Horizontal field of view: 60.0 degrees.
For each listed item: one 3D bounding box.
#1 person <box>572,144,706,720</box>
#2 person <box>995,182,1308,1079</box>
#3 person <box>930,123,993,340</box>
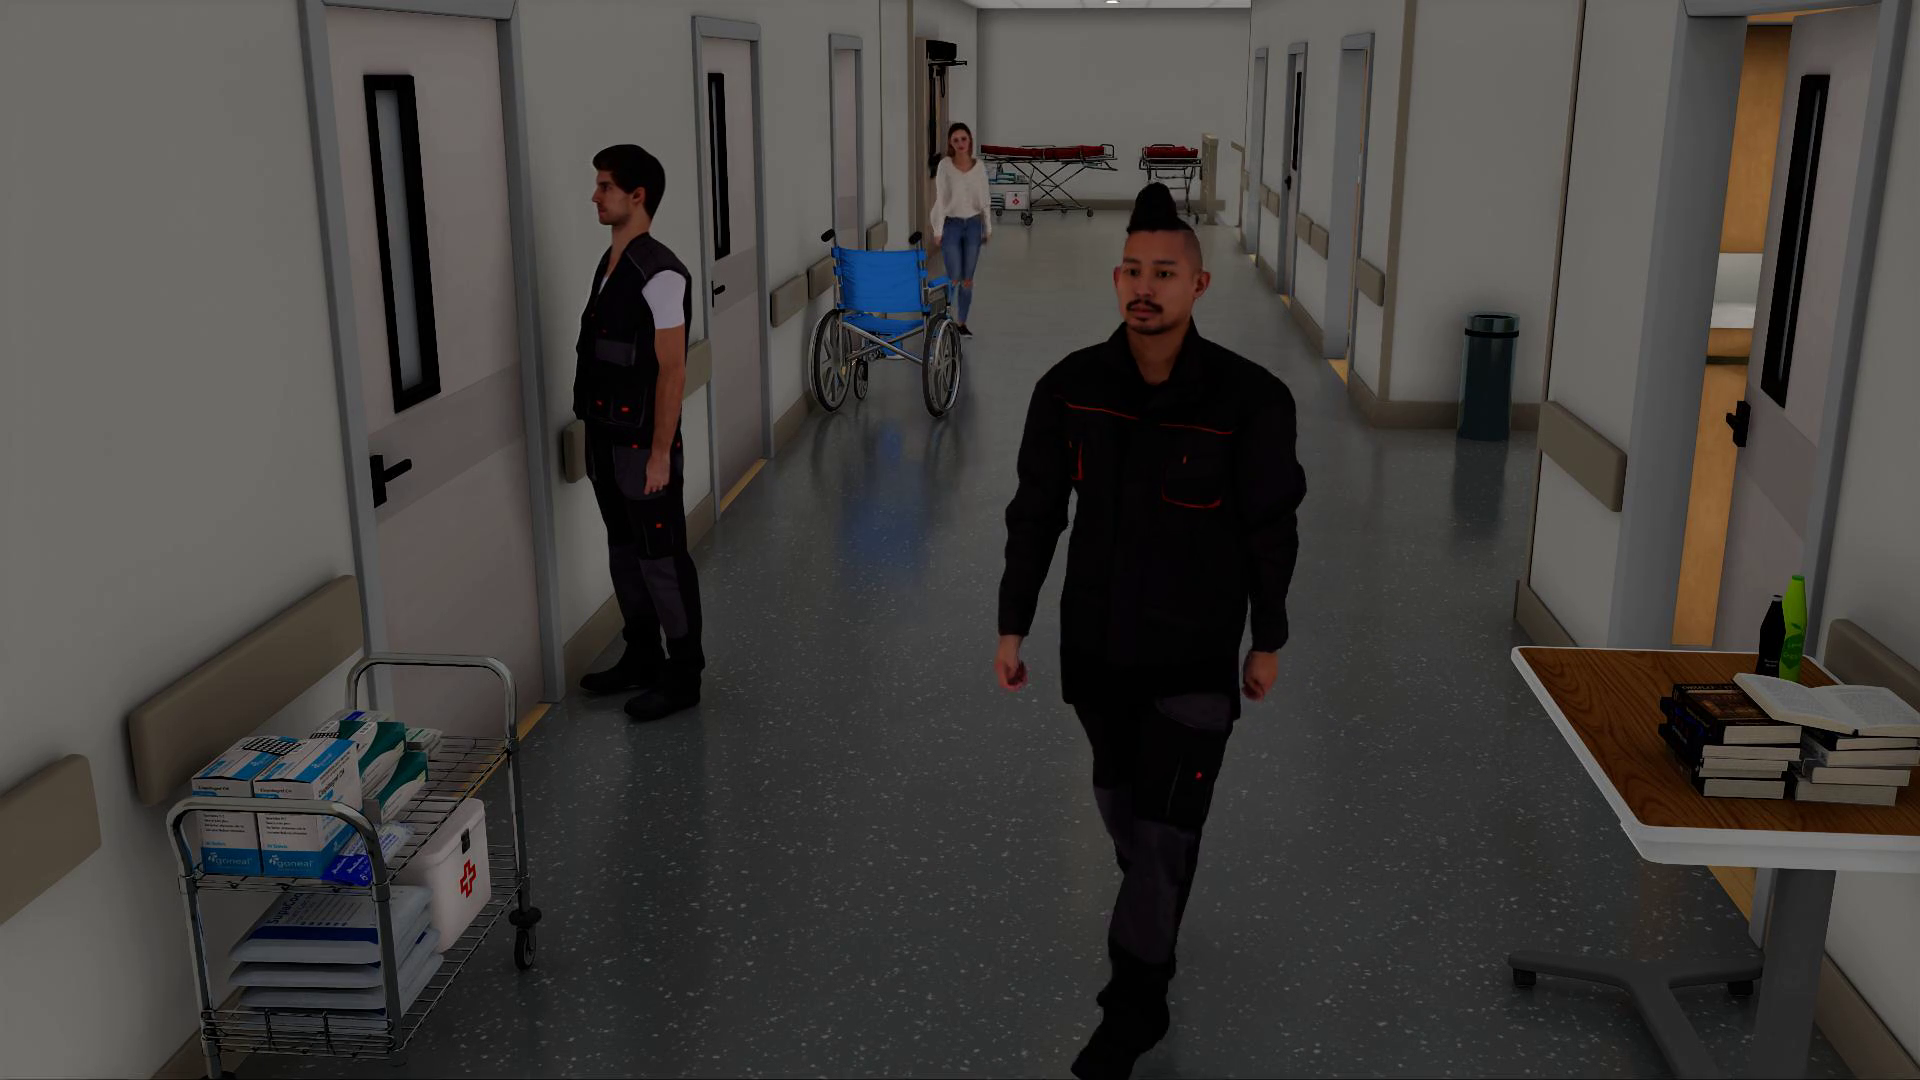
[{"bbox_3d":[-1.050,-0.350,5.458,0.800,1.849,0.731,-12,20,-36],"label":"person"},{"bbox_3d":[0.430,0.184,3.638,1.037,1.809,1.263,7,17,25],"label":"person"},{"bbox_3d":[-0.035,-2.442,13.194,0.769,1.678,0.810,-6,17,-21],"label":"person"}]
